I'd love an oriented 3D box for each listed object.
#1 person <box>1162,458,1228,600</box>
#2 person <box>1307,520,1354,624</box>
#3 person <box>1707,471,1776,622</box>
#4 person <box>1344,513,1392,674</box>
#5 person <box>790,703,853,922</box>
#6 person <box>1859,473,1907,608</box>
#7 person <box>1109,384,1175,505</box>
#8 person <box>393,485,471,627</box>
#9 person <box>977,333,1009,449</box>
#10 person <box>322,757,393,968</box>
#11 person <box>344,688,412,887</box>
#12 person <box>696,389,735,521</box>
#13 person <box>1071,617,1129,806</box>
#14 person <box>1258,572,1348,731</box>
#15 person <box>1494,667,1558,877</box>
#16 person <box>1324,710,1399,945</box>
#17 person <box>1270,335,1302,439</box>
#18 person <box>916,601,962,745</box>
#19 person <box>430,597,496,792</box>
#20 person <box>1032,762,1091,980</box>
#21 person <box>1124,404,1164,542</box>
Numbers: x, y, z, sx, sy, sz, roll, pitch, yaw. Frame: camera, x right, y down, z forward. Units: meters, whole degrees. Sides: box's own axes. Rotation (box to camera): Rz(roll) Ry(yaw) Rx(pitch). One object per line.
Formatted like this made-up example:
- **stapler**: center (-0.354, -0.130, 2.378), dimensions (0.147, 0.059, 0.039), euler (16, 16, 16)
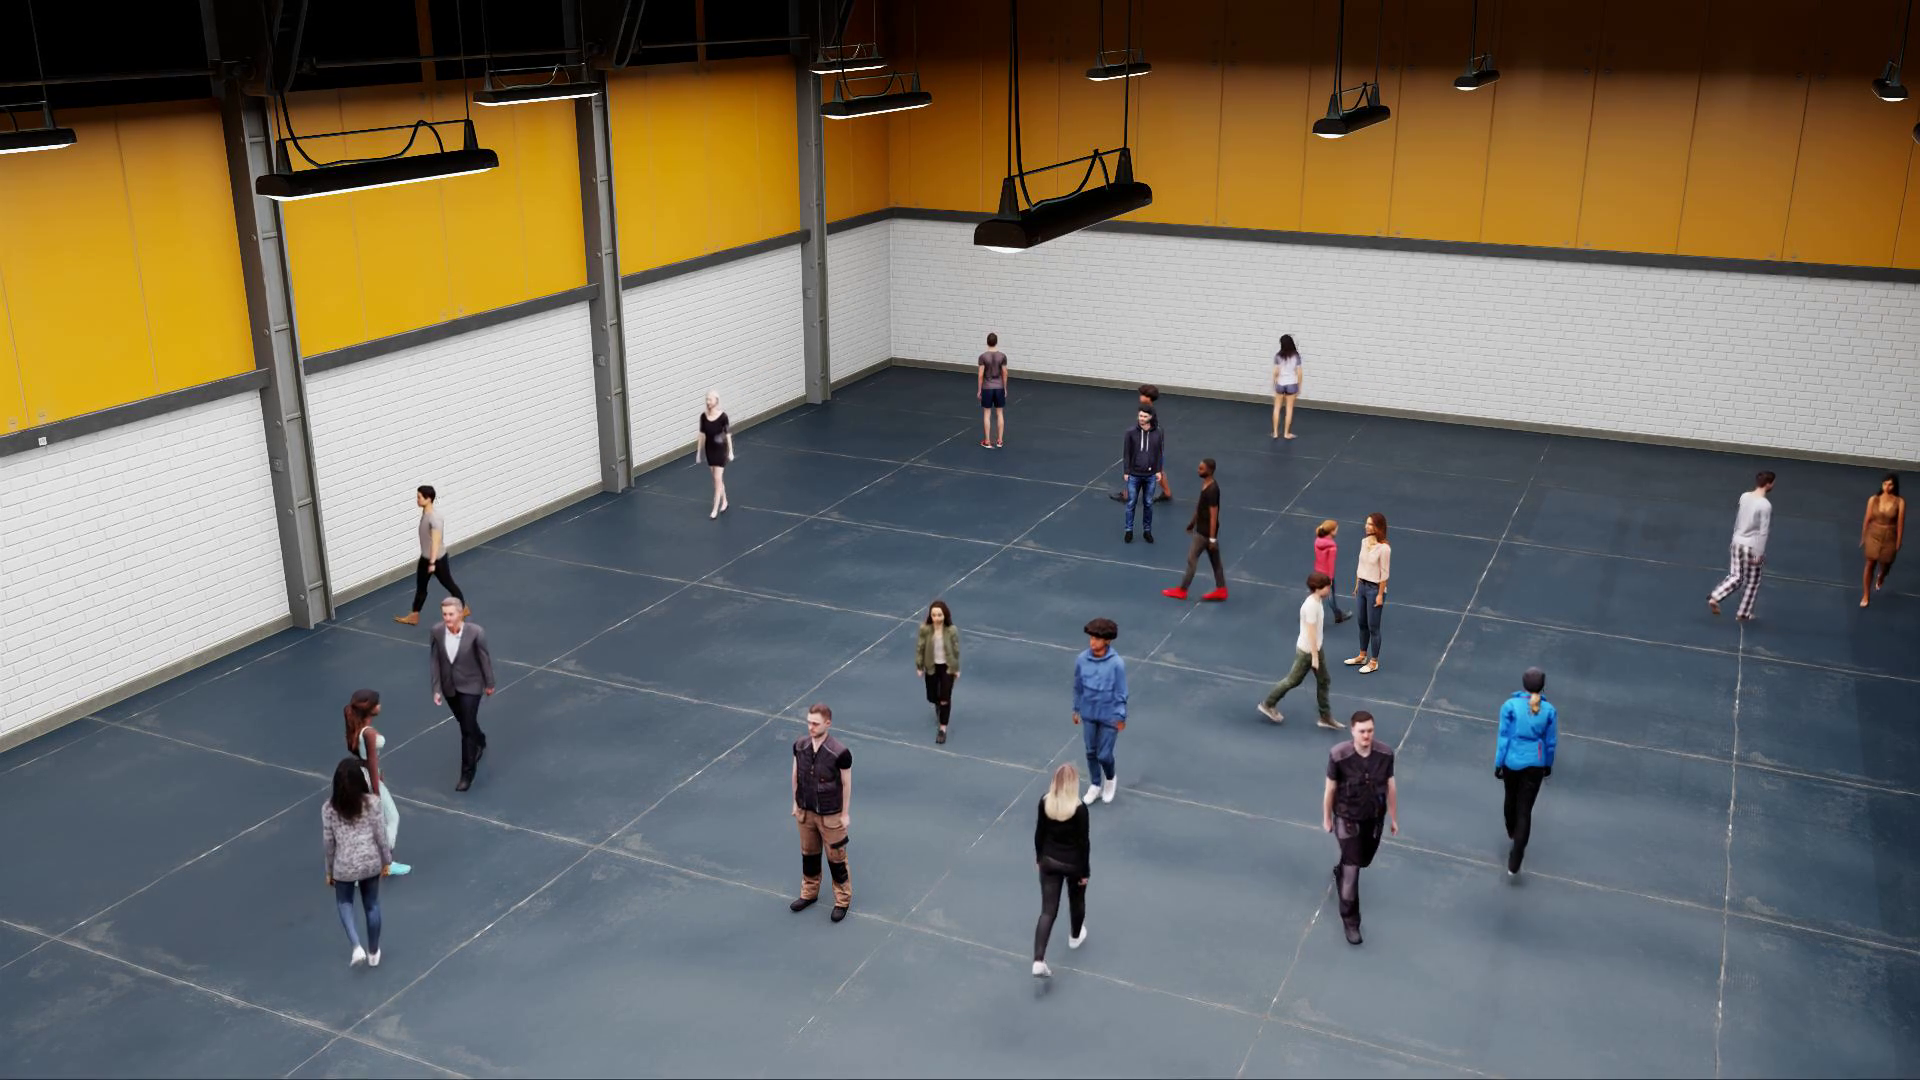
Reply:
- **person**: center (3.063, -0.108, 19.989), dimensions (0.926, 1.777, 1.051), euler (2, 19, 7)
- **person**: center (4.147, 0.411, 19.218), dimensions (0.932, 1.286, 0.852), euler (-8, 20, -22)
- **person**: center (9.088, 0.093, 19.318), dimensions (1.005, 1.825, 0.949), euler (-4, 19, -12)
- **person**: center (4.457, 0.555, 17.998), dimensions (0.716, 1.792, 0.670), euler (-8, 20, -23)
- **person**: center (-1.087, 2.132, 13.239), dimensions (0.669, 1.840, 0.564), euler (9, 20, 24)
- **person**: center (11.012, -0.007, 19.861), dimensions (0.665, 1.668, 0.835), euler (15, 24, 38)
- **person**: center (2.763, -1.322, 23.644), dimensions (1.012, 1.745, 1.193), euler (0, 19, 1)
- **person**: center (-6.005, 0.190, 19.255), dimensions (1.186, 1.681, 0.976), euler (-13, 23, -34)
- **person**: center (0.526, -2.404, 26.689), dimensions (0.729, 1.853, 0.759), euler (-4, 19, -13)
- **person**: center (-4.505, 2.471, 12.430), dimensions (0.818, 1.714, 0.878), euler (-7, 20, -20)
- **person**: center (-4.947, 2.062, 13.660), dimensions (0.703, 1.704, 0.775), euler (15, 24, 37)
- **person**: center (-3.367, -1.218, 23.244), dimensions (0.684, 1.804, 0.984), euler (6, 20, 18)
- **person**: center (1.316, 1.535, 15.078), dimensions (0.720, 1.799, 0.670), euler (12, 22, 32)
- **person**: center (3.403, 1.117, 16.609), dimensions (0.641, 1.613, 1.047), euler (8, 20, 23)
- **person**: center (4.716, 1.958, 13.905), dimensions (0.724, 1.746, 1.211), euler (6, 19, 17)
- **person**: center (3.130, 2.176, 13.150), dimensions (1.125, 1.814, 1.293), euler (-3, 19, -9)
- **person**: center (5.341, -2.513, 27.215), dimensions (0.671, 1.724, 0.626), euler (10, 21, 27)
- **person**: center (-0.186, 1.254, 16.446), dimensions (0.755, 1.459, 0.937), euler (2, 19, 6)
- **person**: center (-4.659, 1.361, 15.620), dimensions (0.951, 1.782, 1.335), euler (1, 19, 4)
- **person**: center (0.730, 2.500, 12.449), dimensions (0.607, 1.647, 1.125), euler (8, 20, 23)
- **person**: center (2.438, -0.911, 22.198), dimensions (0.753, 1.890, 0.729), euler (0, 19, 0)
